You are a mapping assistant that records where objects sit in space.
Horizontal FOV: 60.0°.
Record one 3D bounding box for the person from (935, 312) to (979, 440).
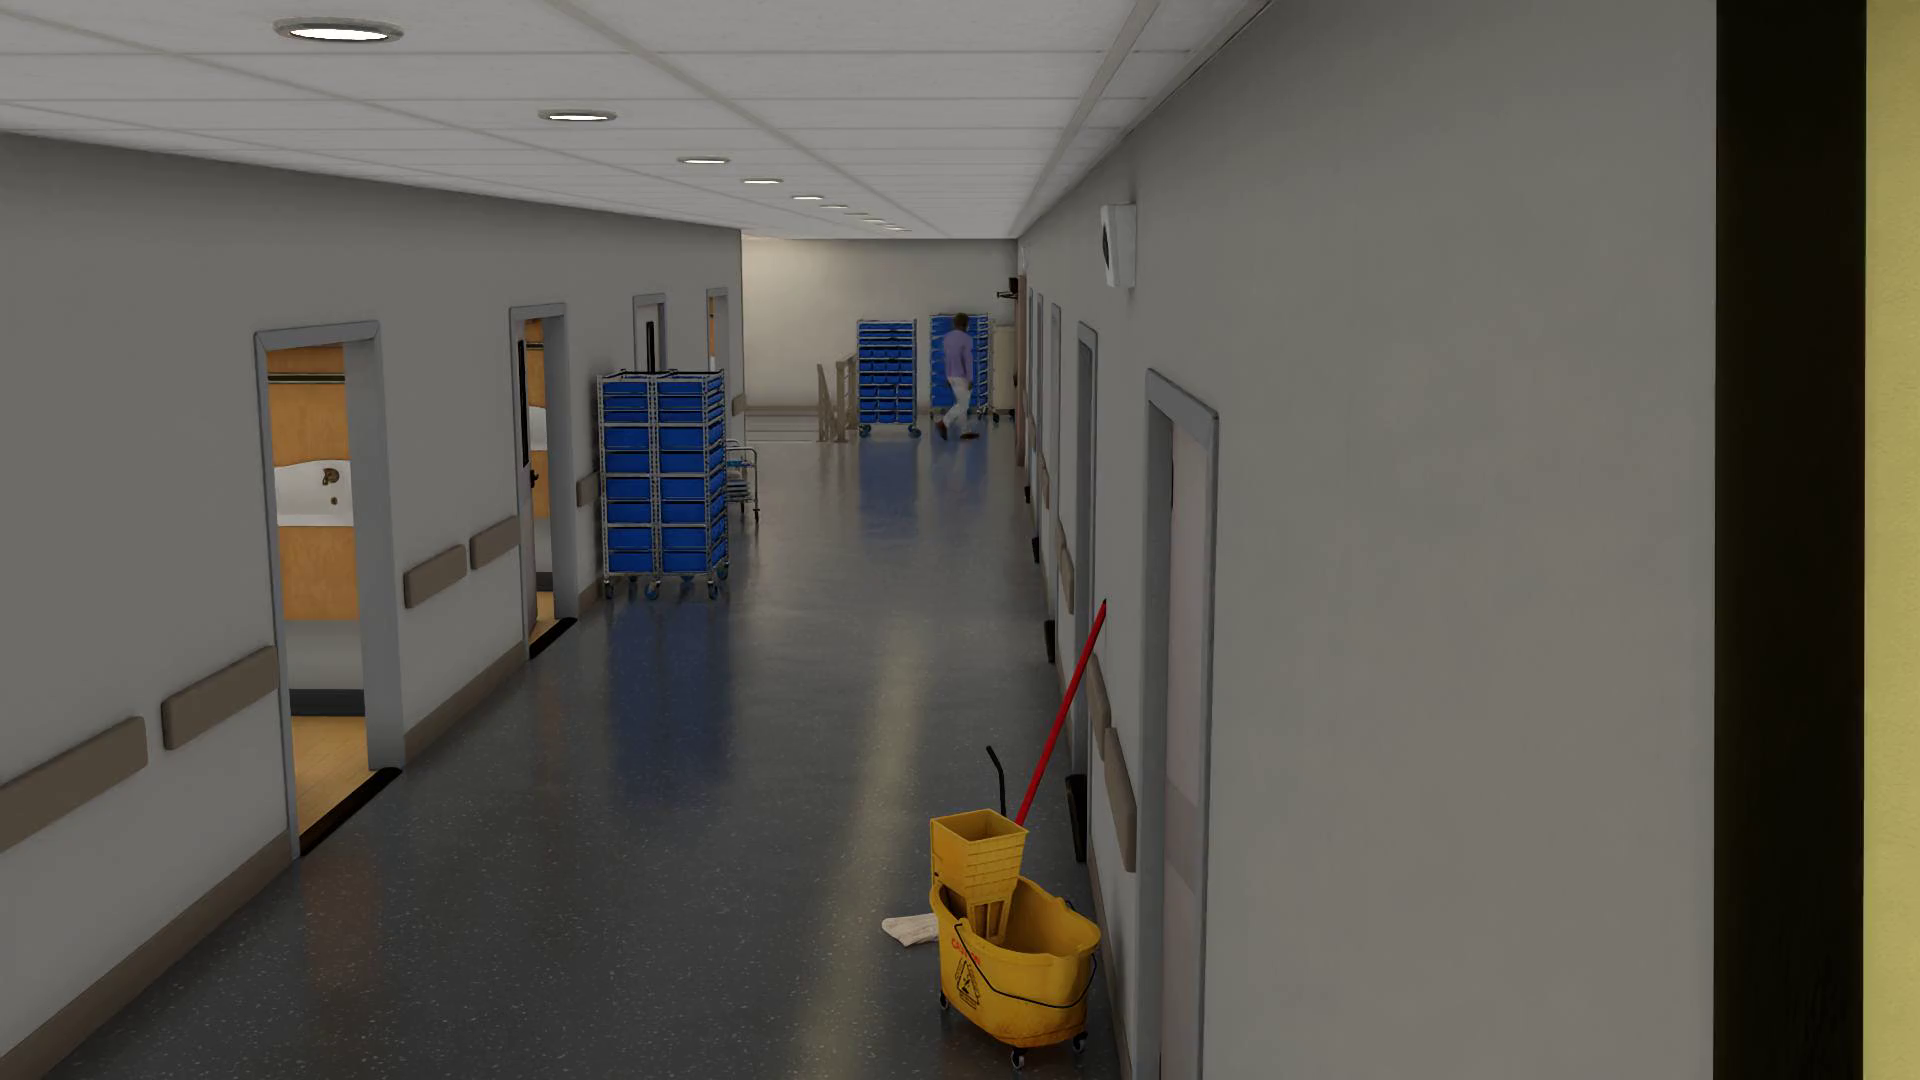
[{"bbox_3d":[-0.042,-2.393,24.426,0.836,1.905,0.639,-7,12,-36],"label":"person"}]
